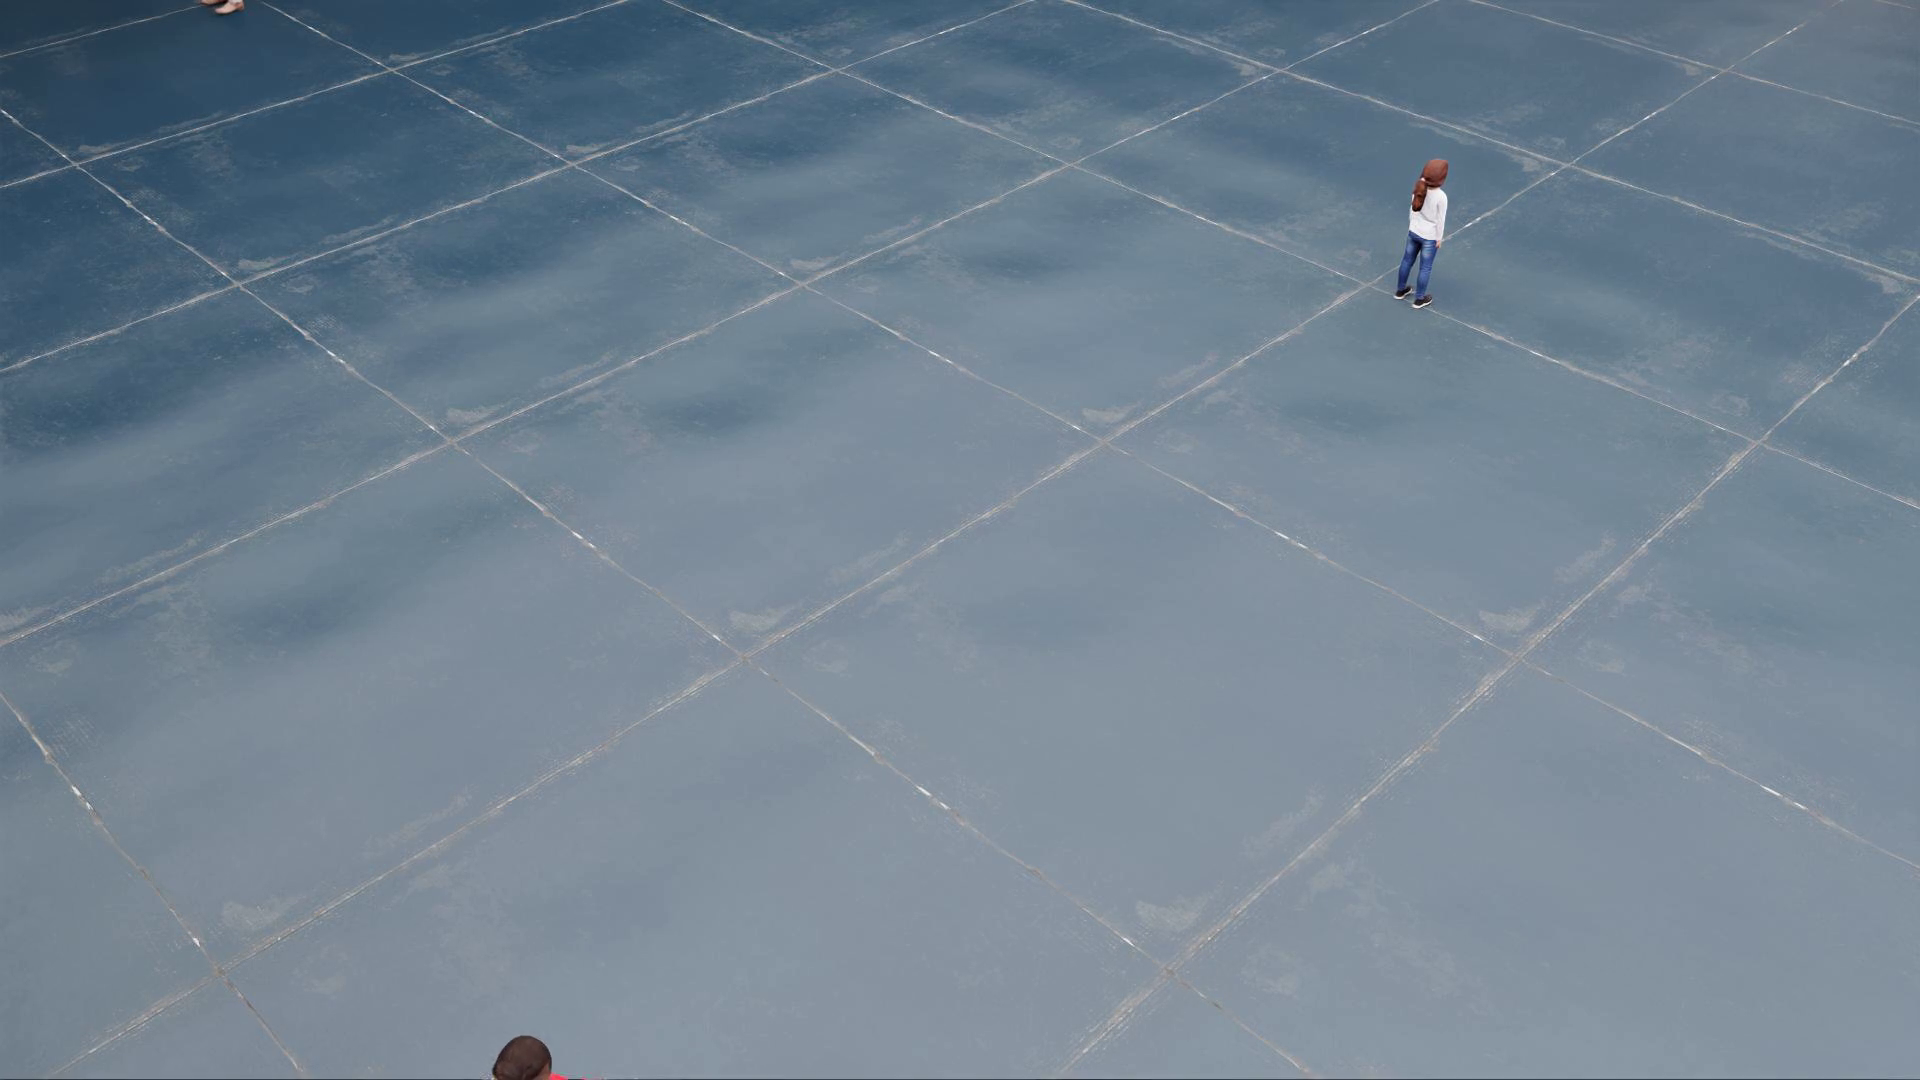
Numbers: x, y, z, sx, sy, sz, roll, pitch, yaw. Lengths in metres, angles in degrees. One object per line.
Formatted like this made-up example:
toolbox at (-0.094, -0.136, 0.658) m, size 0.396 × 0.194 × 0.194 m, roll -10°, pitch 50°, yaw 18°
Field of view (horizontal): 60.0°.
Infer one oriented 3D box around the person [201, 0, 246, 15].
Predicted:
person at (-7.581, -6.250, 16.626) m, size 0.587 × 1.889 × 0.689 m, roll -26°, pitch 44°, yaw -30°

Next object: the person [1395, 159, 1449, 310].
person at (3.342, -2.226, 11.977) m, size 0.473 × 1.110 × 0.448 m, roll -27°, pitch 45°, yaw -31°

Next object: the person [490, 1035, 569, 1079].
person at (-1.317, 2.200, 5.659) m, size 0.801 × 1.710 × 1.219 m, roll 22°, pitch 42°, yaw 26°
